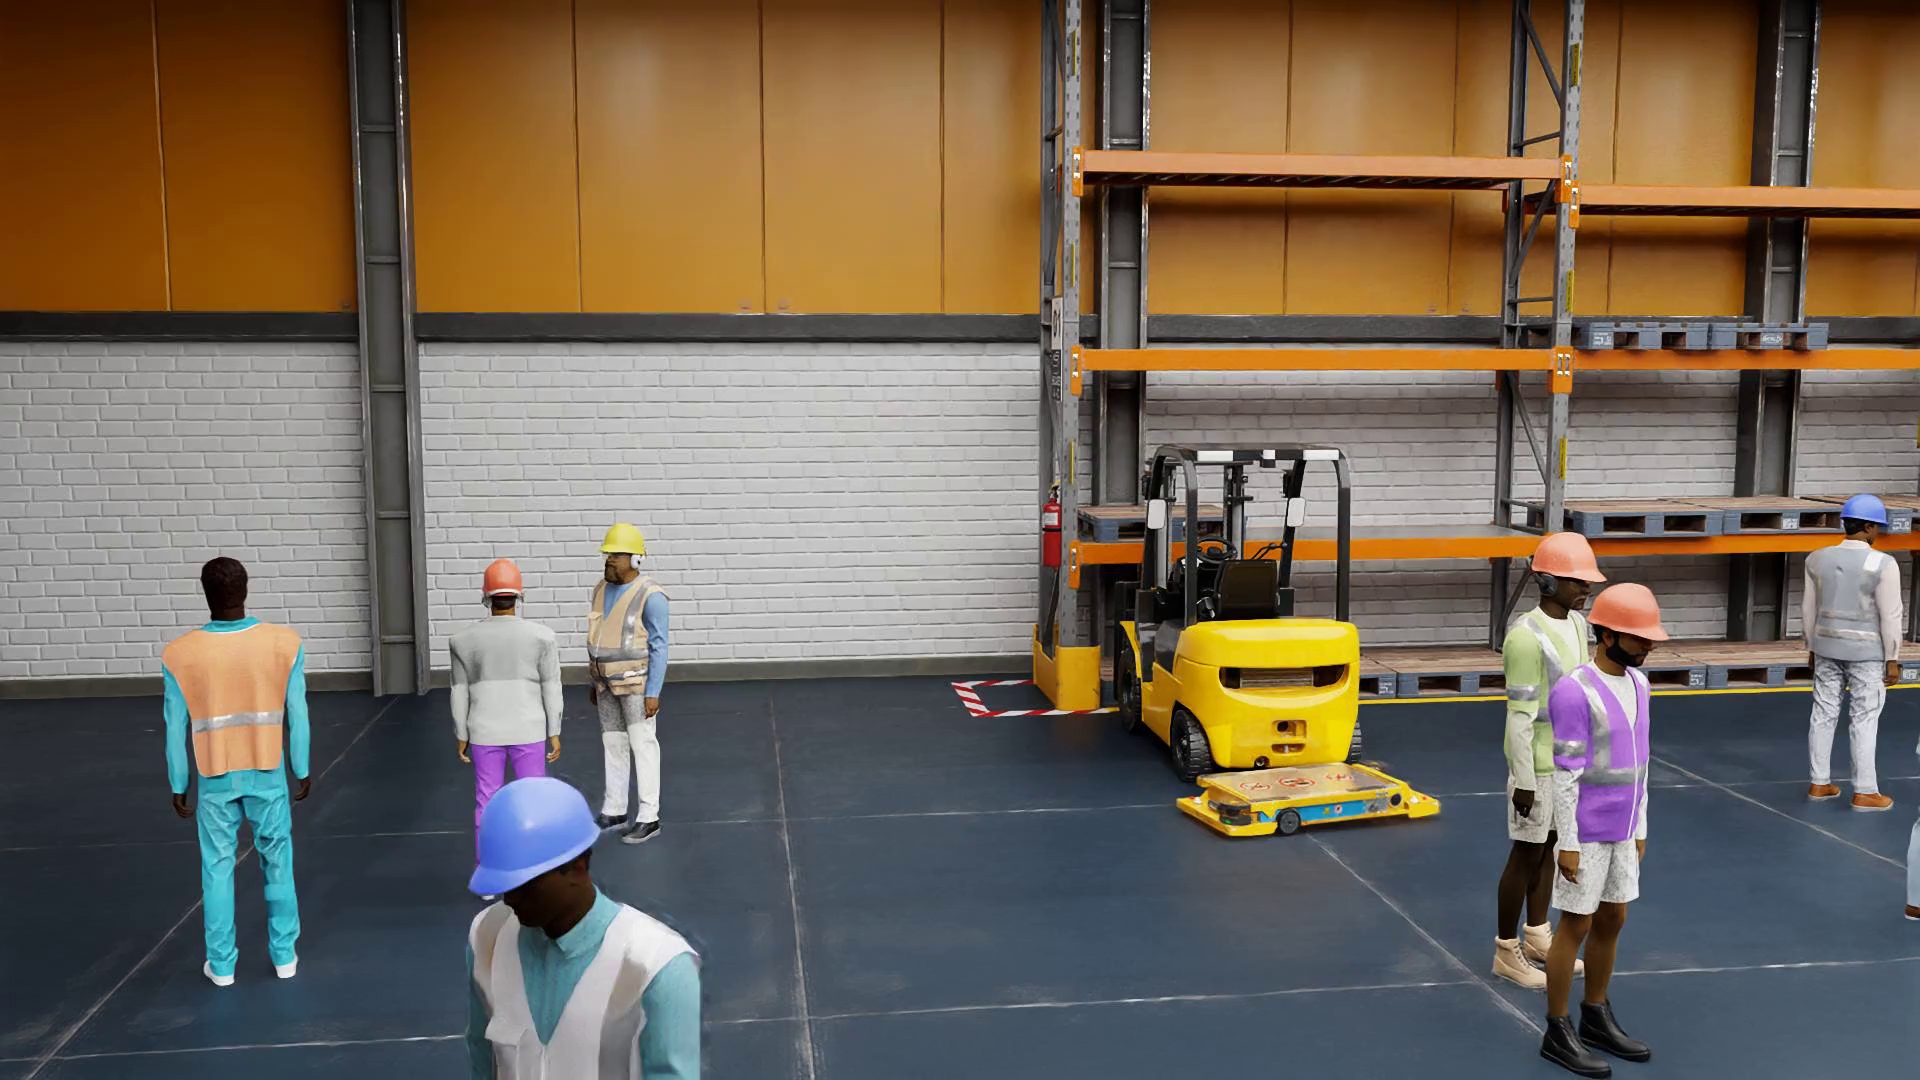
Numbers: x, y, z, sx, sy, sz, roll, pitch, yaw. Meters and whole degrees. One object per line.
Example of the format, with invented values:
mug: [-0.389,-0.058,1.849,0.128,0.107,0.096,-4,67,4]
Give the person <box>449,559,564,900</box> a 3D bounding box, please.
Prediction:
person: [-2.323,0.987,8.560,0.564,1.720,0.321,-1,7,-7]

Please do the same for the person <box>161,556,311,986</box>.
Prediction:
person: [-3.203,1.028,7.400,0.595,1.910,0.406,-3,7,-28]

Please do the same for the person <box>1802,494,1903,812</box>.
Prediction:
person: [5.493,0.689,10.236,0.401,1.938,0.602,-4,8,-30]

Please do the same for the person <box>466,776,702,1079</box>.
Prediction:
person: [-0.835,1.444,3.680,0.651,1.914,0.485,3,7,21]

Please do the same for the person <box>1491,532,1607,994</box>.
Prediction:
person: [2.620,0.974,7.355,0.404,2.036,0.601,6,9,41]

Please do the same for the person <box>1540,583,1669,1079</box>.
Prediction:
person: [2.540,1.121,6.519,0.549,1.926,0.388,-5,8,-35]

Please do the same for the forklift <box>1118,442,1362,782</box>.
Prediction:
forklift: [1.912,0.418,11.496,1.214,2.155,2.313,-1,7,-8]

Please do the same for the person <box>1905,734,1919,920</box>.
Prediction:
person: [4.793,1.090,8.040,0.288,1.633,0.501,2,7,13]

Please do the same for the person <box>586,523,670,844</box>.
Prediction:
person: [-1.937,0.814,9.579,0.590,1.837,0.404,5,8,37]

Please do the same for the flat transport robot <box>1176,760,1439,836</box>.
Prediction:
flat transport robot: [2.088,1.541,10.009,1.431,0.197,0.652,-2,7,-20]
